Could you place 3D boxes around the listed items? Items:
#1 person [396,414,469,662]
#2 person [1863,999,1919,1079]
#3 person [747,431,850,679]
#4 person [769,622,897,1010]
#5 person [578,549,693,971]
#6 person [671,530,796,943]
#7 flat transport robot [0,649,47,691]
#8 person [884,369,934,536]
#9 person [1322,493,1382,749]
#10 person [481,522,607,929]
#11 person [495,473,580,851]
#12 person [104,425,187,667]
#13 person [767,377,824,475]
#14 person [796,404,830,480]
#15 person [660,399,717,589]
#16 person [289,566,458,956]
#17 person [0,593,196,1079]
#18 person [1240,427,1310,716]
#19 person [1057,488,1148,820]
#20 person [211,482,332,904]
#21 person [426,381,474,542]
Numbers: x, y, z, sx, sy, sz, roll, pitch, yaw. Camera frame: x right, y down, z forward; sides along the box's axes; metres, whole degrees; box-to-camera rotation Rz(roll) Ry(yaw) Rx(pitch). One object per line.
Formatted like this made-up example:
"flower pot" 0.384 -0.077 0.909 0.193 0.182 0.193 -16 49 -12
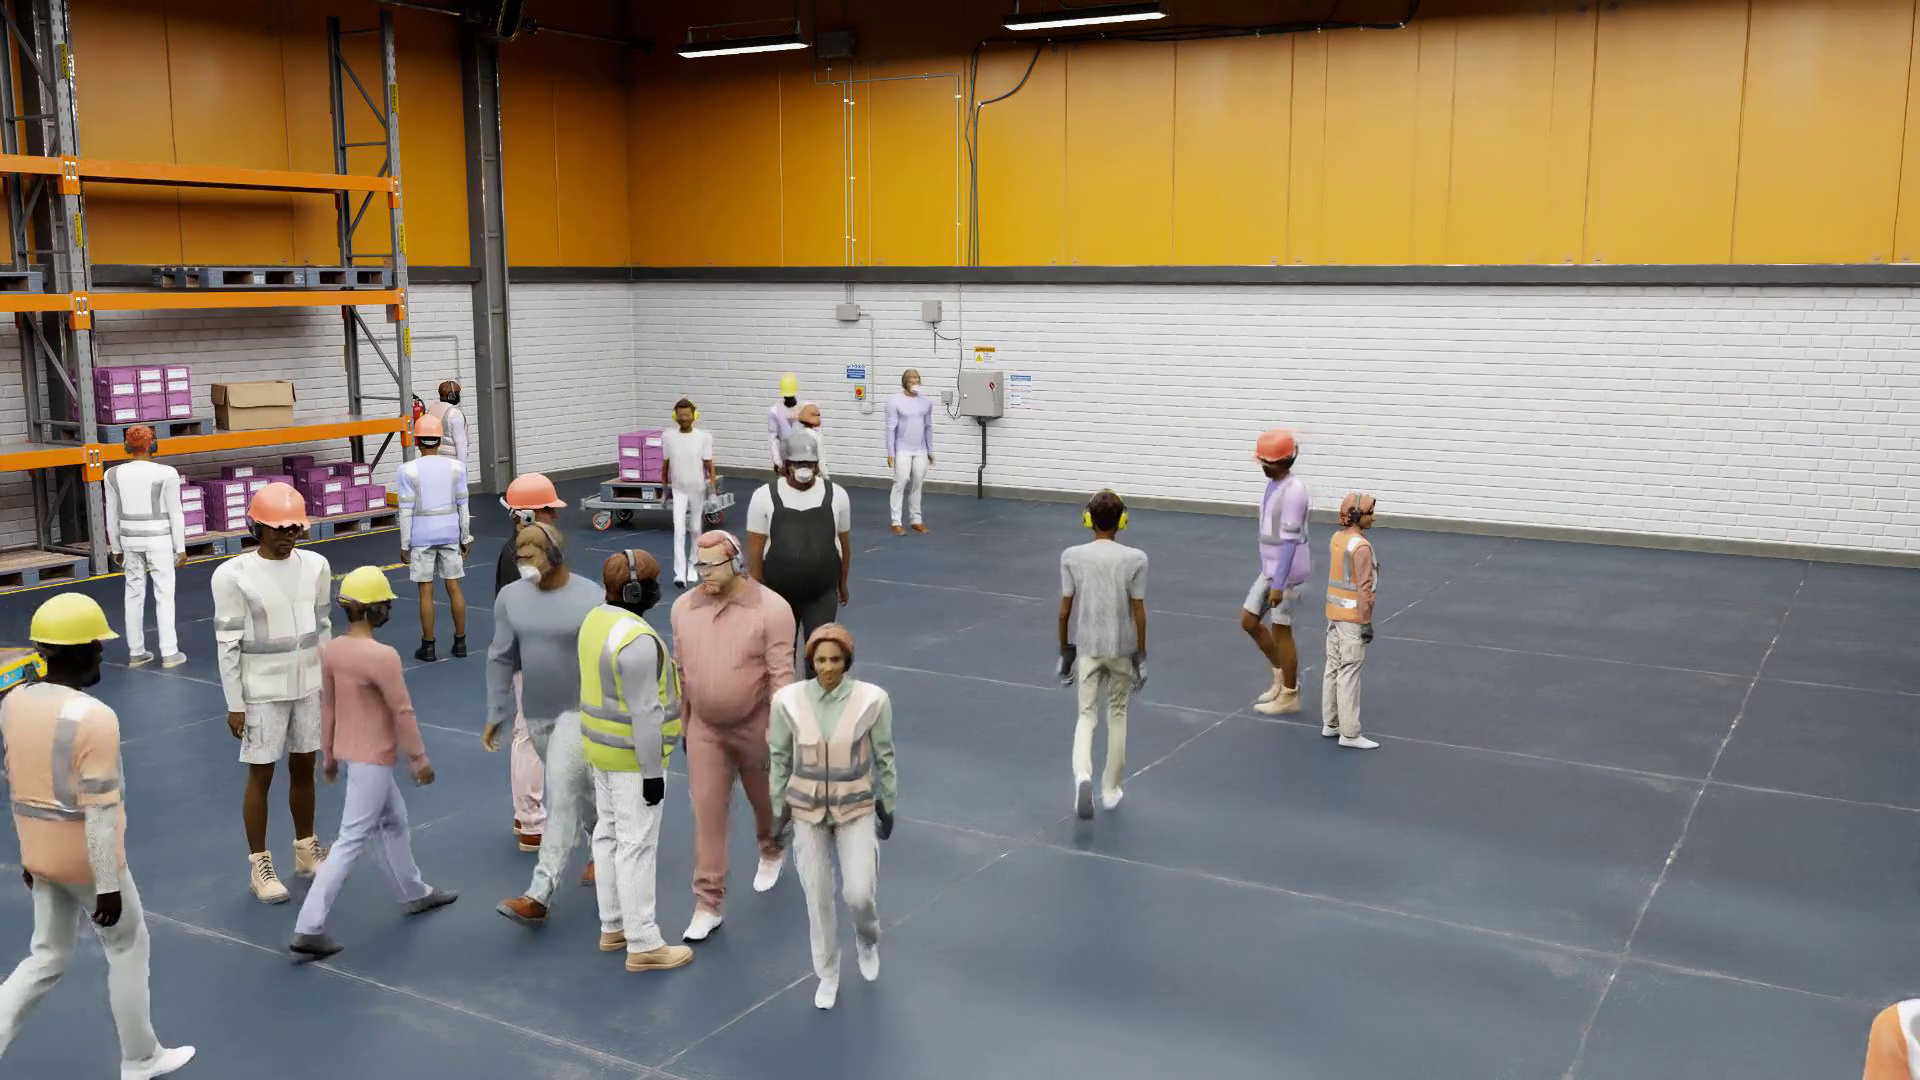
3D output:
"person" -4.134 -0.018 13.055 0.551 1.934 0.373 -6 11 -33
"person" 2.344 1.586 3.857 0.527 1.671 0.809 4 10 26
"person" -1.087 0.220 11.248 0.693 2.000 0.968 -1 9 -8
"person" -0.525 1.133 6.861 0.516 1.625 0.376 1 9 3
"person" -1.436 0.951 7.308 0.430 1.844 0.624 -6 11 -31
"person" -1.058 0.856 7.861 0.639 1.859 0.986 2 9 11
"flat transport robot" -7.152 0.995 11.918 0.652 0.197 1.431 0 9 -2
"person" -0.585 -1.022 19.319 0.635 1.936 0.355 -6 11 -33
"person" 2.507 0.512 10.686 0.314 1.636 0.515 -1 9 -9
"person" -1.925 0.842 7.904 0.632 1.867 1.088 3 10 21
"person" -2.242 0.638 8.783 0.381 1.994 0.622 -3 10 -18
"person" -6.269 0.052 12.833 0.575 1.875 0.340 0 9 0
"person" -1.913 -0.980 19.336 0.636 1.846 1.005 1 9 4
"person" -1.670 -0.721 18.515 0.829 1.593 0.505 -5 10 -29
"person" -2.627 -0.445 16.074 0.554 1.818 0.957 -1 9 -7
"person" -2.704 0.979 7.522 0.534 1.721 0.900 8 12 42
"person" -3.254 1.141 5.958 0.595 1.898 0.838 5 10 28
"person" 2.155 0.223 11.329 0.441 2.007 0.627 -1 9 -7
"person" 0.787 0.645 9.242 0.516 1.844 0.705 2 9 10
"person" -3.286 0.727 8.102 0.383 2.036 0.605 6 11 34
"person" -5.743 -0.877 18.760 0.619 1.836 0.430 7 12 39
